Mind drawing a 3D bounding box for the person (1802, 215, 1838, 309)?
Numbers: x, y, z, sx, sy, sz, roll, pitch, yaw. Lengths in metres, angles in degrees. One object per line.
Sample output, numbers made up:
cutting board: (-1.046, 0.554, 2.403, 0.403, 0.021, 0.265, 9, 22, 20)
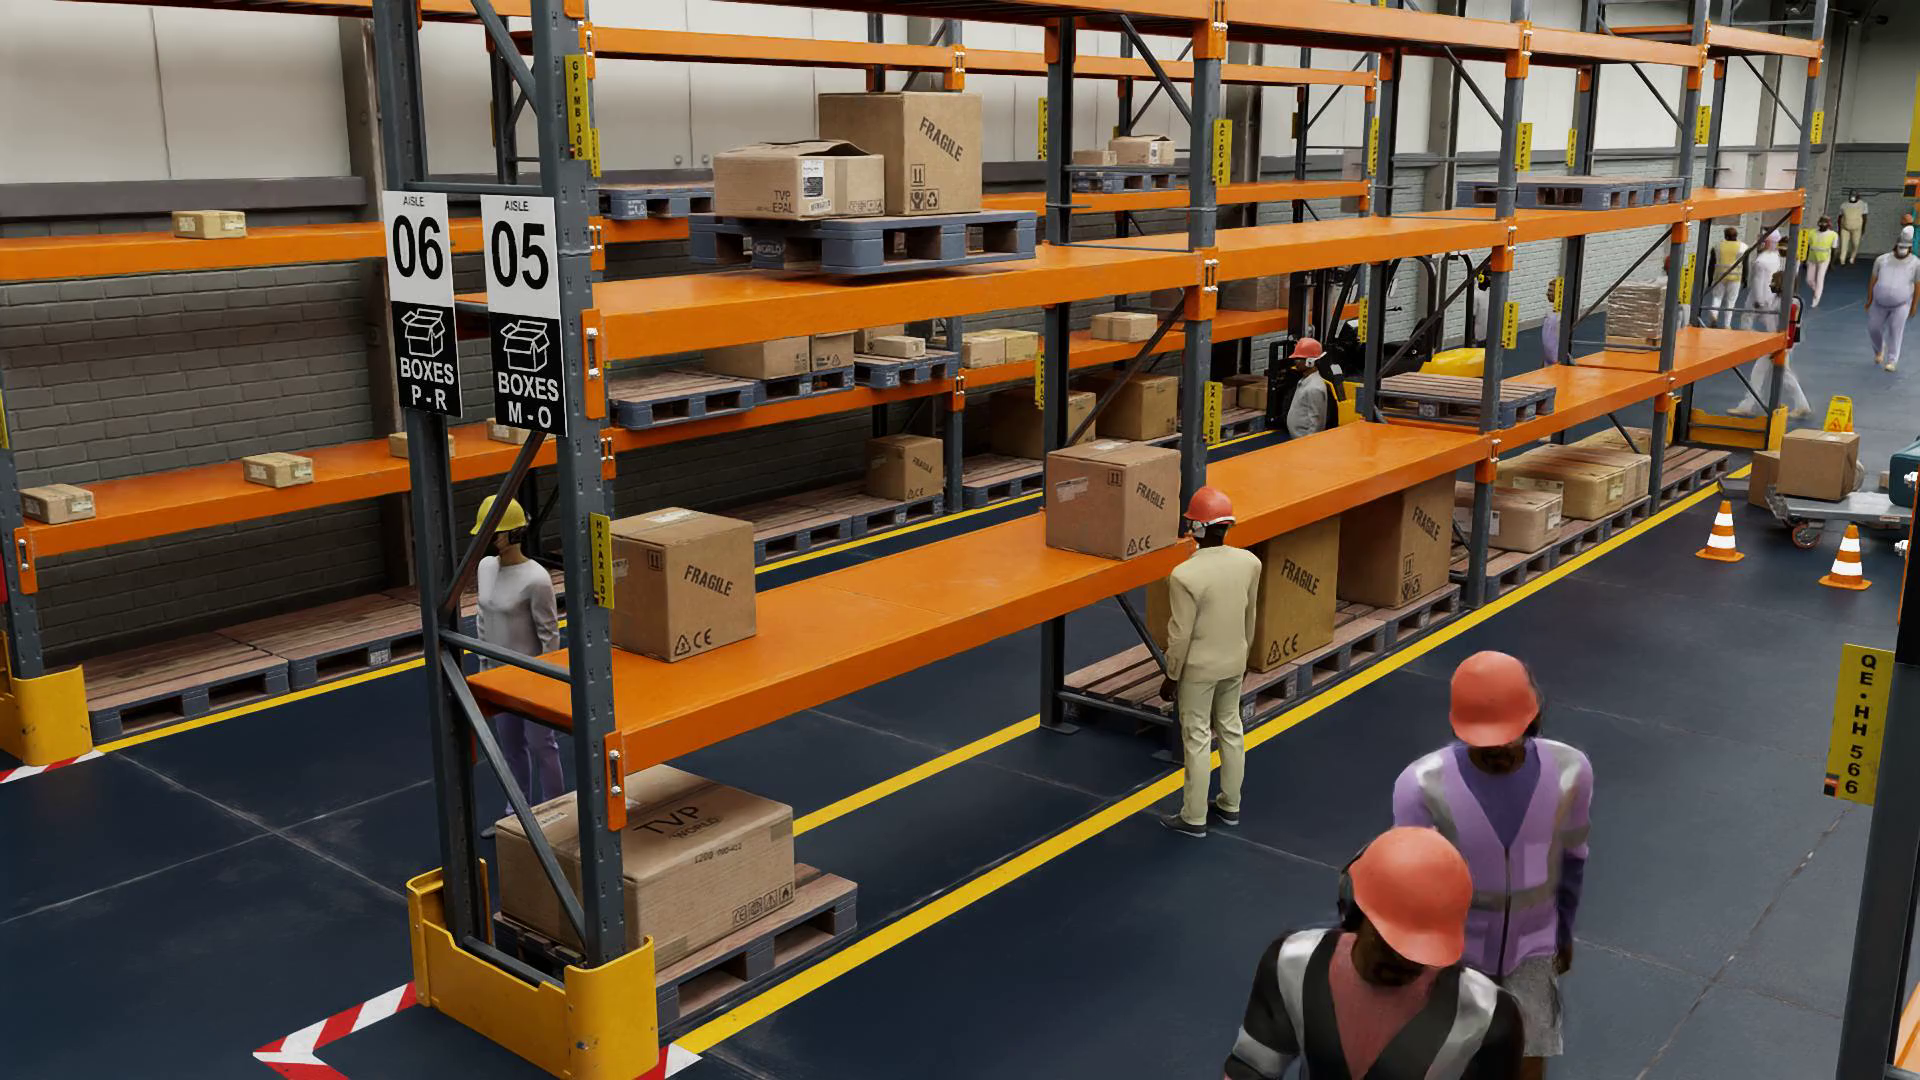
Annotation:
person: (17.026, -5.512, 32.937, 0.548, 1.829, 0.602, -13, 19, -42)

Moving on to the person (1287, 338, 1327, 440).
person: (2.910, -0.834, 14.056, 0.330, 1.750, 0.572, 1, 14, 3)

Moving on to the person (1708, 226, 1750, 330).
person: (13.479, -4.585, 29.191, 0.649, 1.829, 0.440, 8, 16, 30)

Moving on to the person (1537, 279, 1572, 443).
person: (6.660, -2.006, 18.637, 0.344, 1.847, 0.506, 0, 14, -1)

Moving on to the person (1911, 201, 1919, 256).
person: (25.728, -8.379, 44.449, 0.587, 1.914, 0.391, 7, 15, 25)

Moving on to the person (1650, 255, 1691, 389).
person: (9.405, -2.878, 22.205, 0.931, 1.854, 0.583, -10, 17, -34)

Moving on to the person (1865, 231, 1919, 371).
person: (13.737, -3.536, 24.467, 0.717, 2.000, 0.712, 12, 18, 39)

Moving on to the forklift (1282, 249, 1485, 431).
forklift: (4.886, -2.214, 18.767, 2.313, 2.155, 1.214, 11, 18, 38)

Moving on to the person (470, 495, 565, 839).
person: (-2.147, 0.646, 8.008, 0.533, 1.767, 0.326, 10, 17, 36)

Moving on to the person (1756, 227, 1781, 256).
person: (15.339, -5.212, 31.612, 0.403, 1.895, 0.663, 6, 15, 23)

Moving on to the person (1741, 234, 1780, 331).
person: (12.544, -3.822, 25.956, 0.636, 1.873, 0.790, -11, 17, -37)

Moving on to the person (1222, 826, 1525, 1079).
person: (0.889, 1.567, 3.791, 0.633, 1.976, 1.010, 12, 18, 40)

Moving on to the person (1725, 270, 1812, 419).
person: (9.956, -2.368, 20.214, 0.944, 1.805, 0.524, 4, 14, 17)

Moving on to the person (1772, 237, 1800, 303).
person: (12.939, -3.861, 26.233, 0.647, 1.829, 0.504, -9, 17, -34)

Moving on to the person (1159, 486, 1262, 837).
person: (1.216, 0.597, 8.228, 0.562, 1.753, 0.327, -9, 17, -33)

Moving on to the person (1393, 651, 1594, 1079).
person: (1.600, 1.251, 5.091, 0.642, 1.980, 0.742, 0, 14, 1)

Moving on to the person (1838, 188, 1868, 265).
person: (23.434, -8.262, 43.709, 0.678, 2.000, 0.875, 7, 16, 27)
